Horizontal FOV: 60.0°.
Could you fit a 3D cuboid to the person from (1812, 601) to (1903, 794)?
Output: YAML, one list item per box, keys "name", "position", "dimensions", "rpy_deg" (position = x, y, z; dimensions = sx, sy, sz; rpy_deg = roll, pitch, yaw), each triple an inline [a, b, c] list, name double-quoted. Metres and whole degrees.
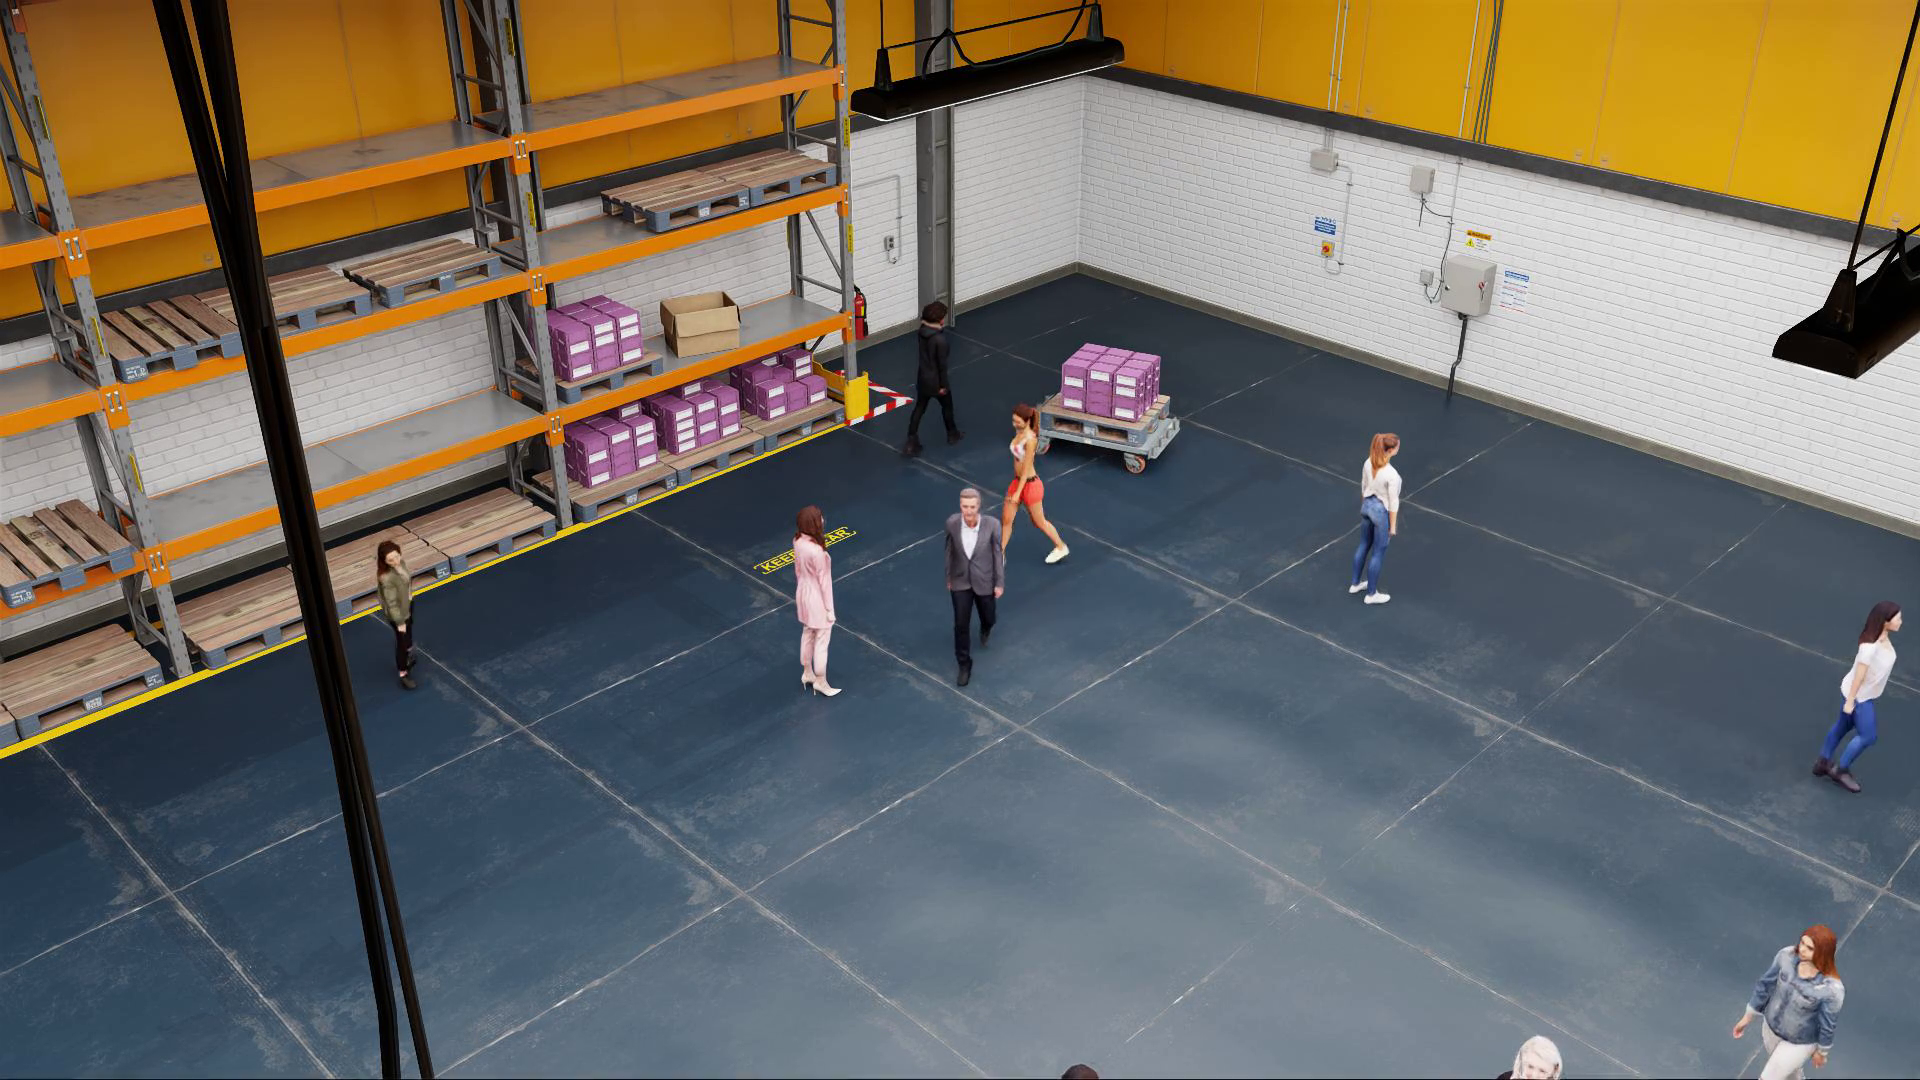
- name: "person"
  position: [7.001, 1.210, 13.131]
  dimensions: [0.719, 1.672, 0.587]
  rpy_deg: [19, 34, 31]

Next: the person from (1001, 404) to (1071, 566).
- name: "person"
  position: [0.732, -0.506, 16.197]
  dimensions: [1.180, 1.747, 0.863]
  rpy_deg: [-10, 30, -18]

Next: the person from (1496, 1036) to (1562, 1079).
- name: "person"
  position: [2.977, 3.397, 8.959]
  dimensions: [0.490, 1.827, 0.581]
  rpy_deg: [-25, 37, -38]

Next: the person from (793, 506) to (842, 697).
- name: "person"
  position: [-1.253, 0.527, 14.244]
  dimensions: [0.559, 1.803, 0.637]
  rpy_deg: [-20, 34, -32]

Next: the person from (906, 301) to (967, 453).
- name: "person"
  position: [-0.365, -1.773, 18.523]
  dimensions: [0.644, 1.745, 1.095]
  rpy_deg: [24, 37, 37]

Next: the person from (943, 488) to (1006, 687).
- name: "person"
  position: [0.135, 0.336, 14.580]
  dimensions: [1.093, 1.817, 1.198]
  rpy_deg: [4, 29, 7]

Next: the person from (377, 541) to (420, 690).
- name: "person"
  position: [-4.894, 0.596, 14.477]
  dimensions: [0.795, 1.459, 0.759]
  rpy_deg: [-7, 29, -12]

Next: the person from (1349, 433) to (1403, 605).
- name: "person"
  position: [3.937, -0.226, 15.714]
  dimensions: [0.632, 1.719, 0.675]
  rpy_deg: [-13, 31, -22]

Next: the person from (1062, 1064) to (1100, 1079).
- name: "person"
  position: [0.640, 3.470, 9.108]
  dimensions: [0.694, 1.556, 0.640]
  rpy_deg: [-1, 29, -2]

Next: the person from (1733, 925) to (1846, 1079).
- name: "person"
  position: [5.037, 2.938, 9.963]
  dimensions: [1.187, 1.672, 0.941]
  rpy_deg: [-10, 30, -17]
